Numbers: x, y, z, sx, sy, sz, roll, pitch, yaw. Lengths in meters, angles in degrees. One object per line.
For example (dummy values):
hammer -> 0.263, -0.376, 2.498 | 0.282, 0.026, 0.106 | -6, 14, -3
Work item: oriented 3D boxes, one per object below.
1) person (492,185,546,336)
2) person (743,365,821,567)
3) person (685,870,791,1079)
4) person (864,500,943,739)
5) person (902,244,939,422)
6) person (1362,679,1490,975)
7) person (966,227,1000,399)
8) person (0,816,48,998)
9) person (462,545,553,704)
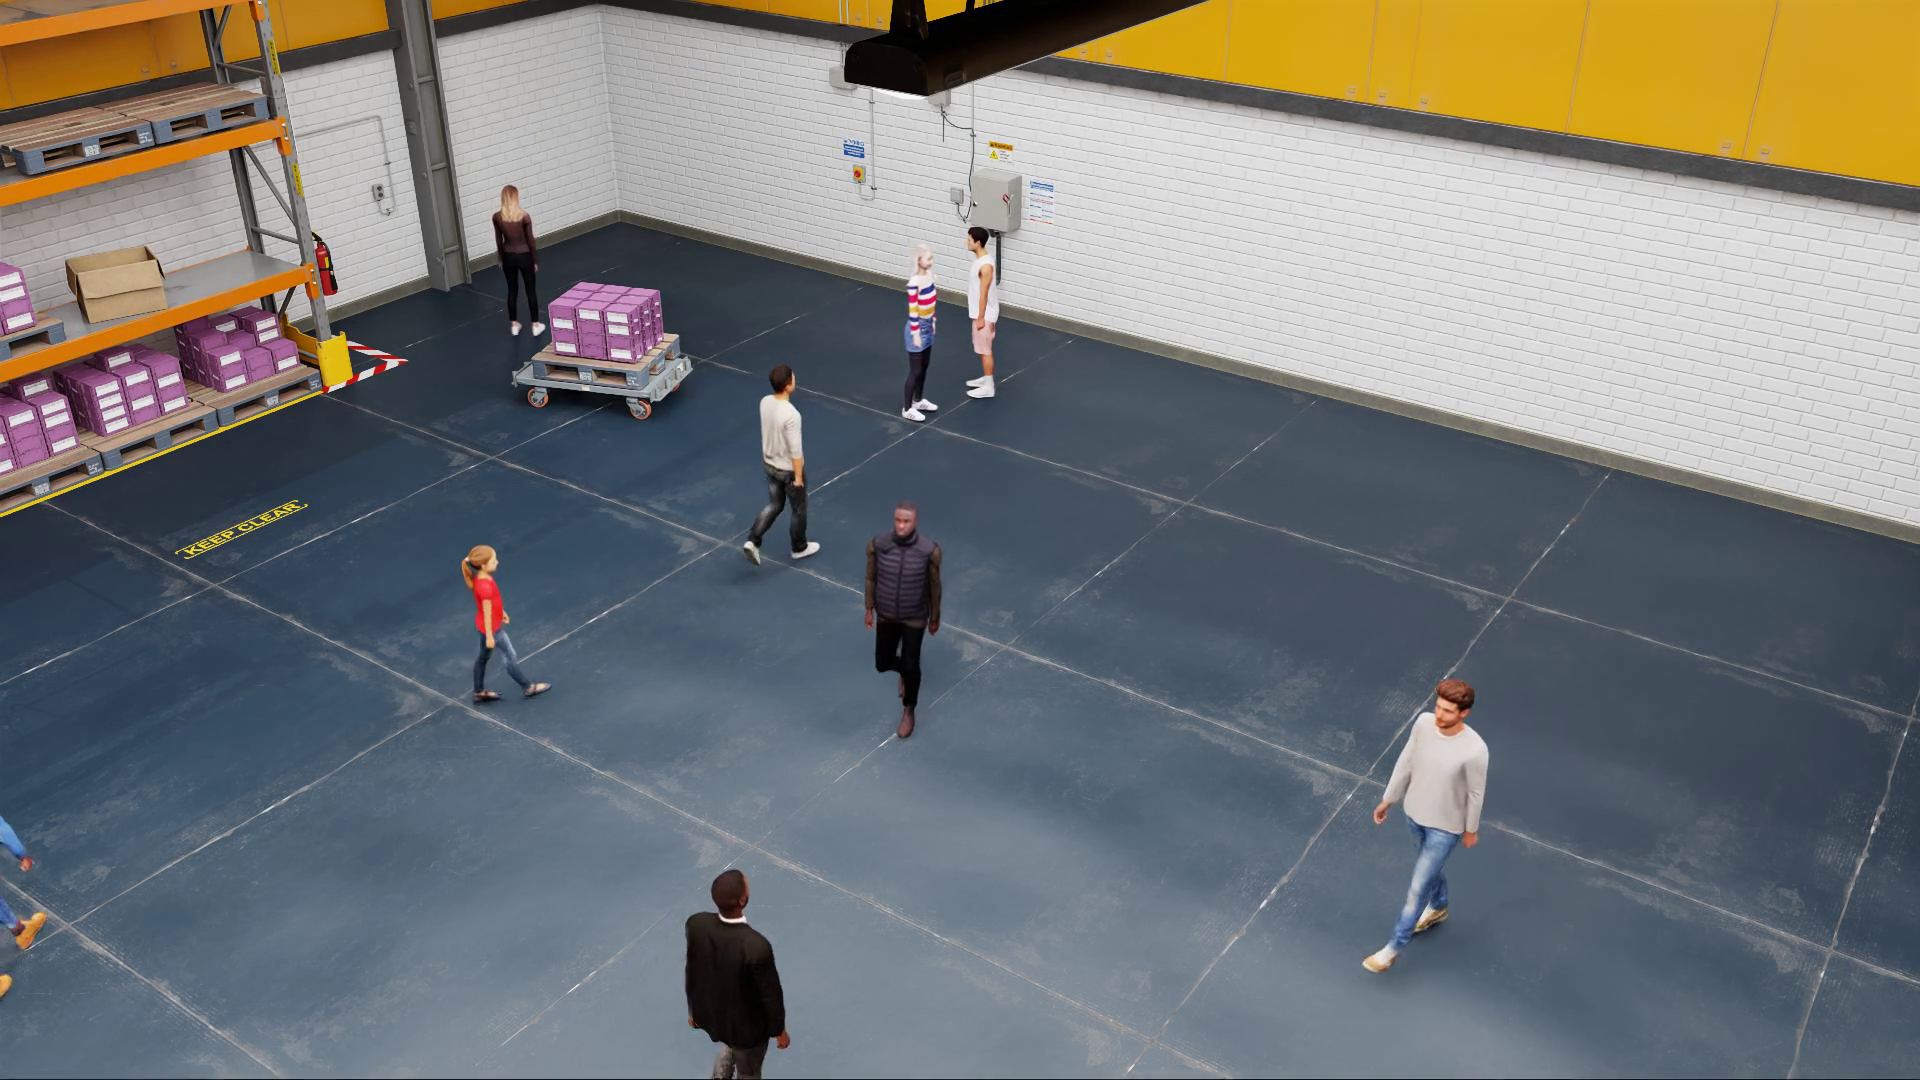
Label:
person -> -4.932, -3.112, 18.539 | 0.680, 1.701, 0.672 | 2, 29, 4
person -> -1.537, -0.584, 13.807 | 0.725, 1.793, 1.019 | 24, 37, 37
person -> -1.168, 2.434, 8.274 | 0.697, 1.794, 0.694 | 17, 33, 28
person -> -0.380, 0.499, 11.792 | 0.887, 1.822, 0.972 | 6, 29, 11
person -> -0.410, -2.080, 16.540 | 0.733, 1.803, 0.503 | 13, 31, 22
person -> 2.834, 1.592, 9.744 | 1.203, 1.864, 0.934 | -17, 33, -28
person -> 0.256, -2.338, 17.037 | 0.791, 1.780, 0.710 | -2, 29, -4
person -> -5.600, 1.913, 9.344 | 0.941, 1.684, 1.098 | 2, 29, 4
person -> -3.487, 0.642, 12.084 | 0.872, 1.291, 0.749 | -11, 30, -19
